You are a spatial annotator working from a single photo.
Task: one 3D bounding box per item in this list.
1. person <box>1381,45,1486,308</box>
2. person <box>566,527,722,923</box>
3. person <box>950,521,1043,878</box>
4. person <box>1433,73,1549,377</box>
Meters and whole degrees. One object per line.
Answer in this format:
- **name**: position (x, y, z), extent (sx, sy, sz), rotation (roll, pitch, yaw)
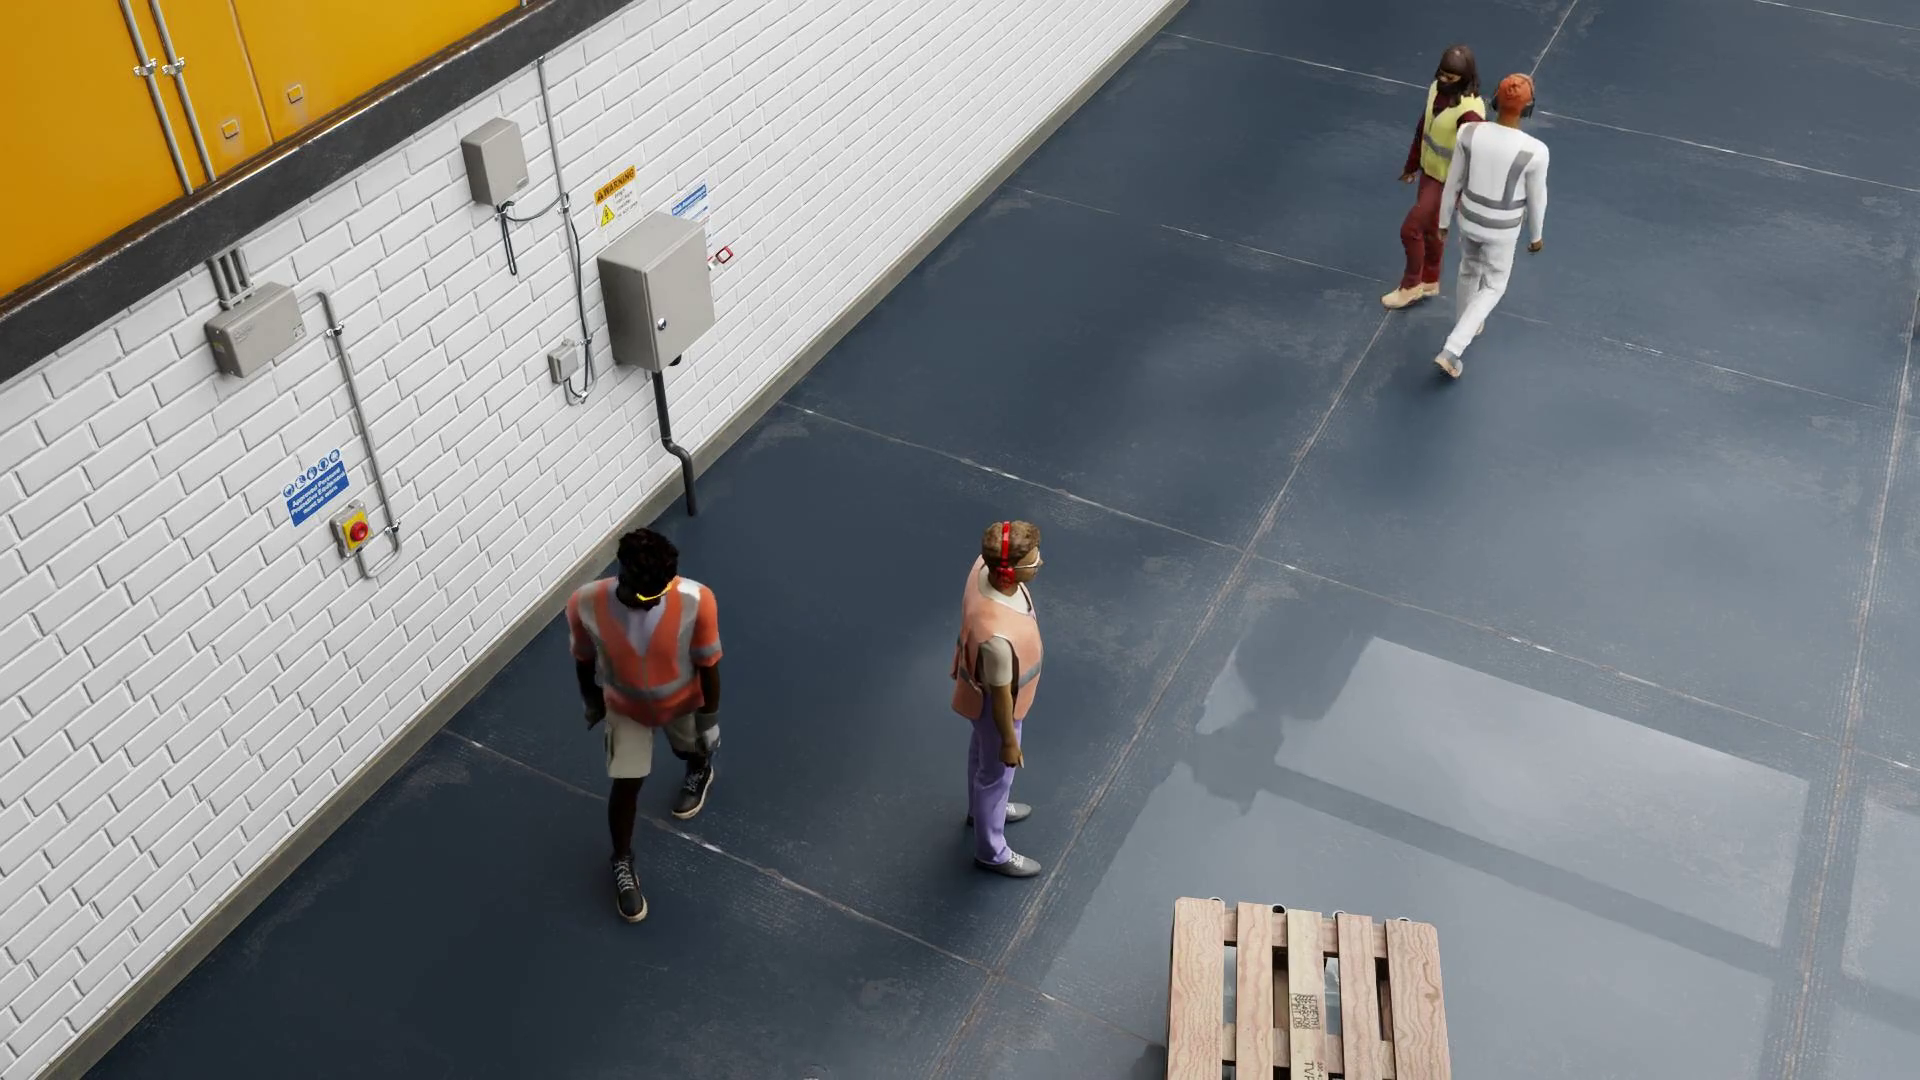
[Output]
- **person**: position (2.889, -2.233, 10.289), extent (0.594, 1.751, 0.519), rotation (-8, 41, -9)
- **person**: position (-1.268, 0.638, 6.847), extent (0.624, 1.907, 0.803), rotation (-4, 41, -5)
- **person**: position (0.154, 0.651, 6.874), extent (0.389, 1.847, 0.563), rotation (-2, 41, -2)
- **person**: position (3.089, -1.837, 9.744), extent (0.765, 1.863, 0.580), rotation (-32, 50, -32)
